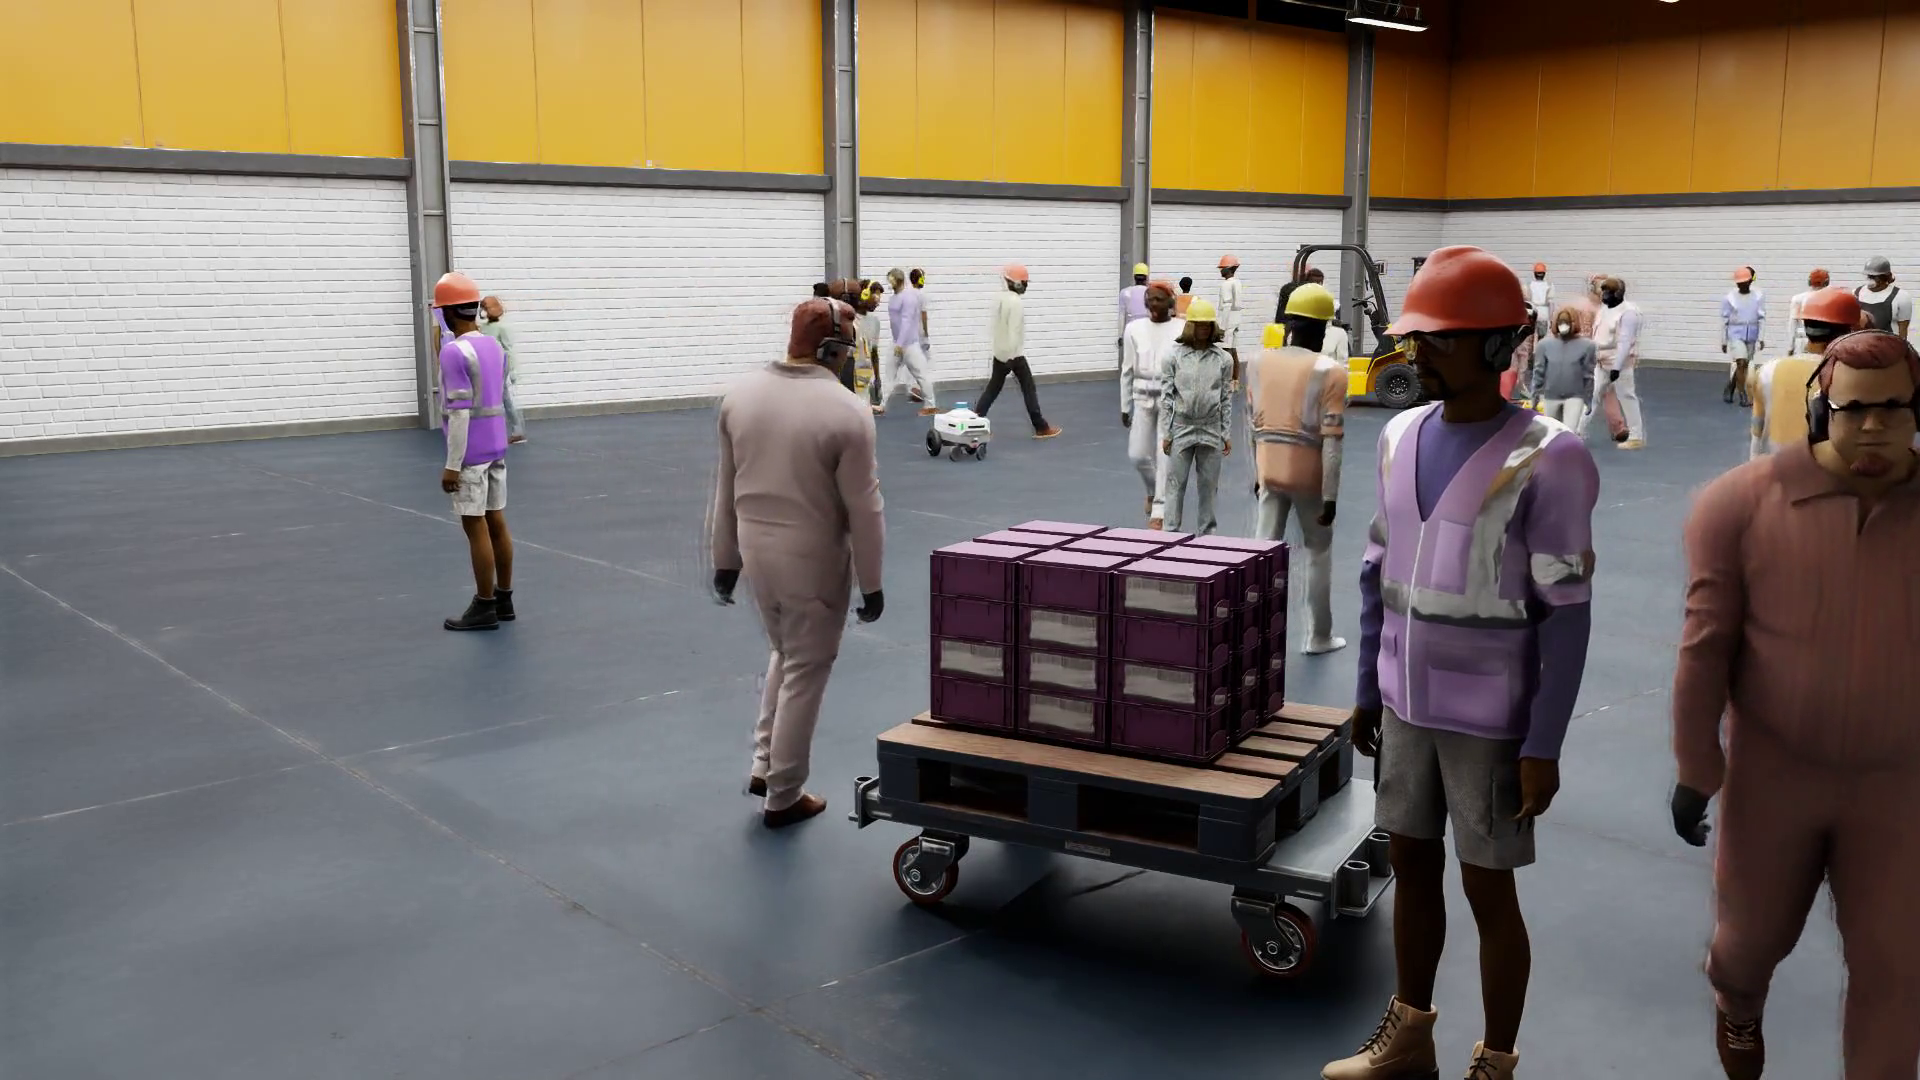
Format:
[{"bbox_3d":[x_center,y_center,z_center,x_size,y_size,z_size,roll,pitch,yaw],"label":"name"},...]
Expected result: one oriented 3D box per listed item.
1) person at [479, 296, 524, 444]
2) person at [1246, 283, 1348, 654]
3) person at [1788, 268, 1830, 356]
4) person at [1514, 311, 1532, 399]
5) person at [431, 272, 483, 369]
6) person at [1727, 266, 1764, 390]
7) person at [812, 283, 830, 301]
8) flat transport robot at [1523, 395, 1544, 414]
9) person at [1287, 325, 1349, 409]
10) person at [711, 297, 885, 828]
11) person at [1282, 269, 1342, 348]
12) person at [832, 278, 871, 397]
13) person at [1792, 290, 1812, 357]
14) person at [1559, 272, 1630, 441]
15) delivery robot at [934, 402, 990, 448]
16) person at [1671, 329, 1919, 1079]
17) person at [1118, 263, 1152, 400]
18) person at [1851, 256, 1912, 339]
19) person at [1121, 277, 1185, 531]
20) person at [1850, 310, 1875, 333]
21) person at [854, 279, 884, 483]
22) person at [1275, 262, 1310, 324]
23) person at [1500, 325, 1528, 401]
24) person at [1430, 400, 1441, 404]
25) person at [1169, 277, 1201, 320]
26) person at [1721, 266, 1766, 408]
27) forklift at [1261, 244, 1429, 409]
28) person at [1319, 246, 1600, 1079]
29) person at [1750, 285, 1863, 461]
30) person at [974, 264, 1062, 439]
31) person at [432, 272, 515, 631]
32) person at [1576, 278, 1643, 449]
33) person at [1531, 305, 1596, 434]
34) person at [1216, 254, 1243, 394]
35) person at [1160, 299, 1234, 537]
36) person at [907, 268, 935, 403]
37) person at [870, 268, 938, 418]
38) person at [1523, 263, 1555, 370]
[{"bbox_3d":[-5.013,-1.788,17.718,0.842,1.591,0.521,-9,13,-44],"label":"person"},{"bbox_3d":[1.632,-0.320,8.248,0.586,1.897,0.845,8,13,40],"label":"person"},{"bbox_3d":[10.384,-2.361,20.229,0.584,1.883,0.337,9,13,43],"label":"person"},{"bbox_3d":[6.942,-2.342,20.866,0.484,1.625,0.537,-5,11,-27],"label":"person"},{"bbox_3d":[-5.568,-2.054,18.521,0.566,1.850,0.389,-1,10,-4],"label":"person"},{"bbox_3d":[11.857,-3.196,25.166,0.533,1.864,0.311,2,10,14],"label":"person"},{"bbox_3d":[-1.783,-2.438,21.236,0.455,1.680,0.557,-5,11,-25],"label":"person"},{"bbox_3d":[7.482,-1.686,20.984,0.652,0.197,1.431,5,11,28],"label":"flat transport robot"},{"bbox_3d":[3.067,-1.286,14.339,0.523,1.741,0.772,1,10,4],"label":"person"},{"bbox_3d":[-0.532,0.085,5.901,0.681,1.877,0.504,6,12,33],"label":"person"},{"bbox_3d":[3.755,-1.898,17.535,0.596,1.880,0.879,-1,10,-7],"label":"person"},{"bbox_3d":[-0.948,-1.236,13.765,0.429,1.840,0.636,-2,10,-13],"label":"person"},{"bbox_3d":[10.996,-2.430,21.467,0.824,1.591,0.512,-9,13,-42],"label":"person"},{"bbox_3d":[6.960,-2.002,18.248,0.662,1.845,1.027,-8,13,-39],"label":"person"},{"bbox_3d":[0.019,-1.137,16.667,0.477,0.478,0.707,-4,11,-24],"label":"delivery robot"},{"bbox_3d":[1.895,0.477,3.631,0.656,1.880,0.802,3,10,17],"label":"person"},{"bbox_3d":[2.512,-2.921,23.373,0.593,1.925,0.379,0,10,-2],"label":"person"},{"bbox_3d":[9.755,-2.033,17.844,0.672,2.000,0.536,9,13,42],"label":"person"},{"bbox_3d":[1.478,-1.000,12.299,0.600,1.868,0.673,4,11,23],"label":"person"},{"bbox_3d":[6.679,-0.922,12.543,0.569,1.620,0.529,-5,11,-29],"label":"person"},{"bbox_3d":[-0.989,-1.341,14.458,0.701,1.823,0.363,-7,12,-35],"label":"person"},{"bbox_3d":[5.250,-3.392,26.117,0.619,1.938,1.001,-4,11,-23],"label":"person"},{"bbox_3d":[5.491,-1.718,16.833,0.535,1.750,0.643,9,13,42],"label":"person"},{"bbox_3d":[5.647,-2.272,19.500,0.642,1.959,0.609,0,10,-2],"label":"person"},{"bbox_3d":[3.646,-3.409,26.924,0.531,1.694,0.320,4,11,24],"label":"person"},{"bbox_3d":[10.583,-2.765,22.571,0.549,1.895,0.943,1,10,5],"label":"person"},{"bbox_3d":[5.256,-2.933,22.661,2.313,2.155,1.214,3,10,16],"label":"forklift"},{"bbox_3d":[1.106,0.369,3.773,0.376,2.042,0.615,-5,11,-29],"label":"person"},{"bbox_3d":[3.775,-0.199,7.538,0.897,1.904,0.547,-8,13,-39],"label":"person"},{"bbox_3d":[0.557,-2.062,18.349,1.063,1.939,0.614,-4,10,-22],"label":"person"},{"bbox_3d":[-2.652,-0.470,9.005,0.376,1.934,0.547,2,10,11],"label":"person"},{"bbox_3d":[6.747,-1.826,17.367,0.982,1.785,0.652,-2,10,-11],"label":"person"},{"bbox_3d":[5.209,-1.220,14.348,0.509,1.613,0.670,5,11,27],"label":"person"},{"bbox_3d":[3.937,-3.173,24.508,0.383,2.041,0.616,5,11,28],"label":"person"},{"bbox_3d":[1.542,-0.689,10.837,0.487,1.746,0.289,-1,10,-8],"label":"person"},{"bbox_3d":[-0.573,-2.814,22.955,0.561,1.855,0.397,9,13,43],"label":"person"},{"bbox_3d":[-0.728,-2.450,20.796,1.045,1.879,0.650,-5,11,-28],"label":"person"},{"bbox_3d":[10.386,-4.021,29.932,0.566,1.891,0.902,3,10,17],"label":"person"}]
